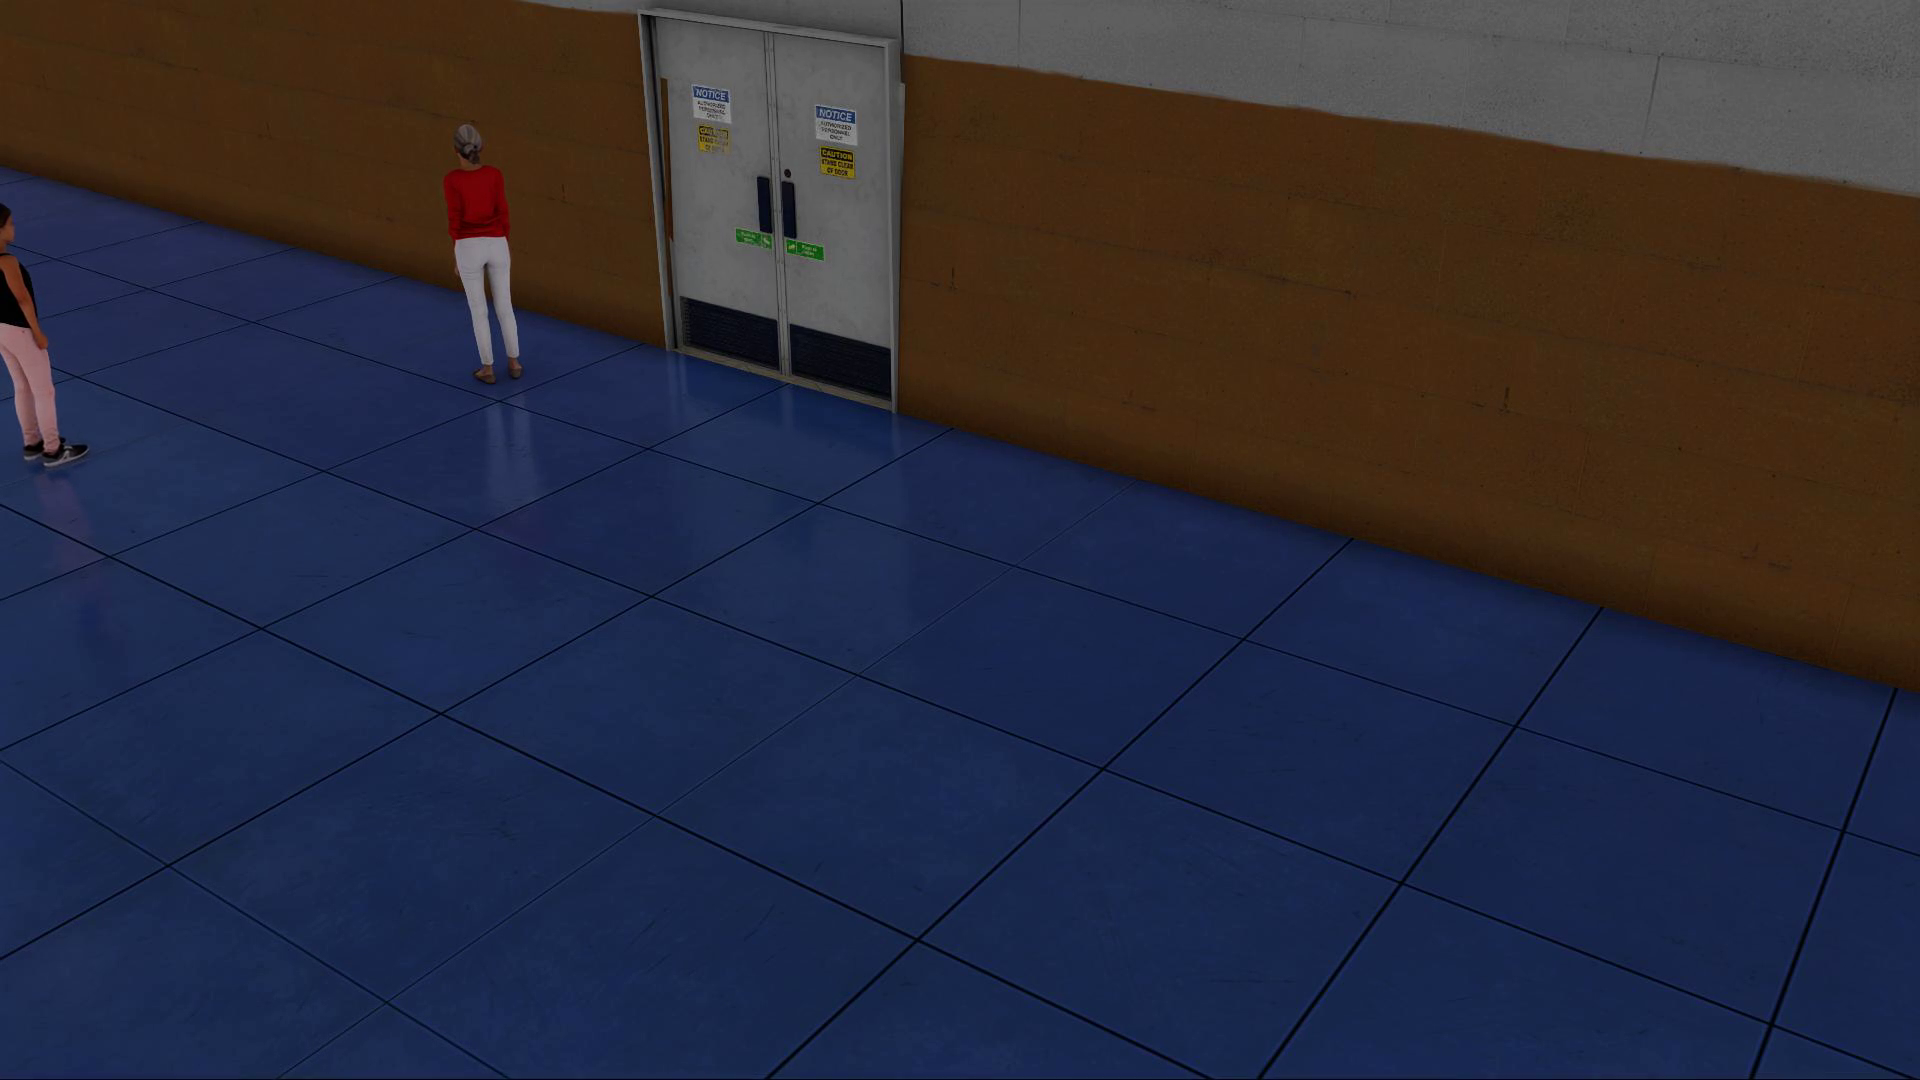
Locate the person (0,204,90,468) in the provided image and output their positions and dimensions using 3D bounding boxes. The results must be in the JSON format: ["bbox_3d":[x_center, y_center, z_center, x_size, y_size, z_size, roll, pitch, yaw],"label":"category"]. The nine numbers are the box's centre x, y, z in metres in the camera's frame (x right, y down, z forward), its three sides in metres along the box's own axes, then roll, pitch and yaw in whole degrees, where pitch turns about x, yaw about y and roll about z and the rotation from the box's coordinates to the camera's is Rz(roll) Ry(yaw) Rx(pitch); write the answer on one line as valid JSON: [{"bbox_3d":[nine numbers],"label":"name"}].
[{"bbox_3d":[-5.446,-1.183,9.614,0.536,1.562,0.527,15,30,27],"label":"person"}]

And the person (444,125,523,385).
[{"bbox_3d":[-3.092,-1.847,10.777,0.600,1.694,0.697,-15,31,-27],"label":"person"}]
